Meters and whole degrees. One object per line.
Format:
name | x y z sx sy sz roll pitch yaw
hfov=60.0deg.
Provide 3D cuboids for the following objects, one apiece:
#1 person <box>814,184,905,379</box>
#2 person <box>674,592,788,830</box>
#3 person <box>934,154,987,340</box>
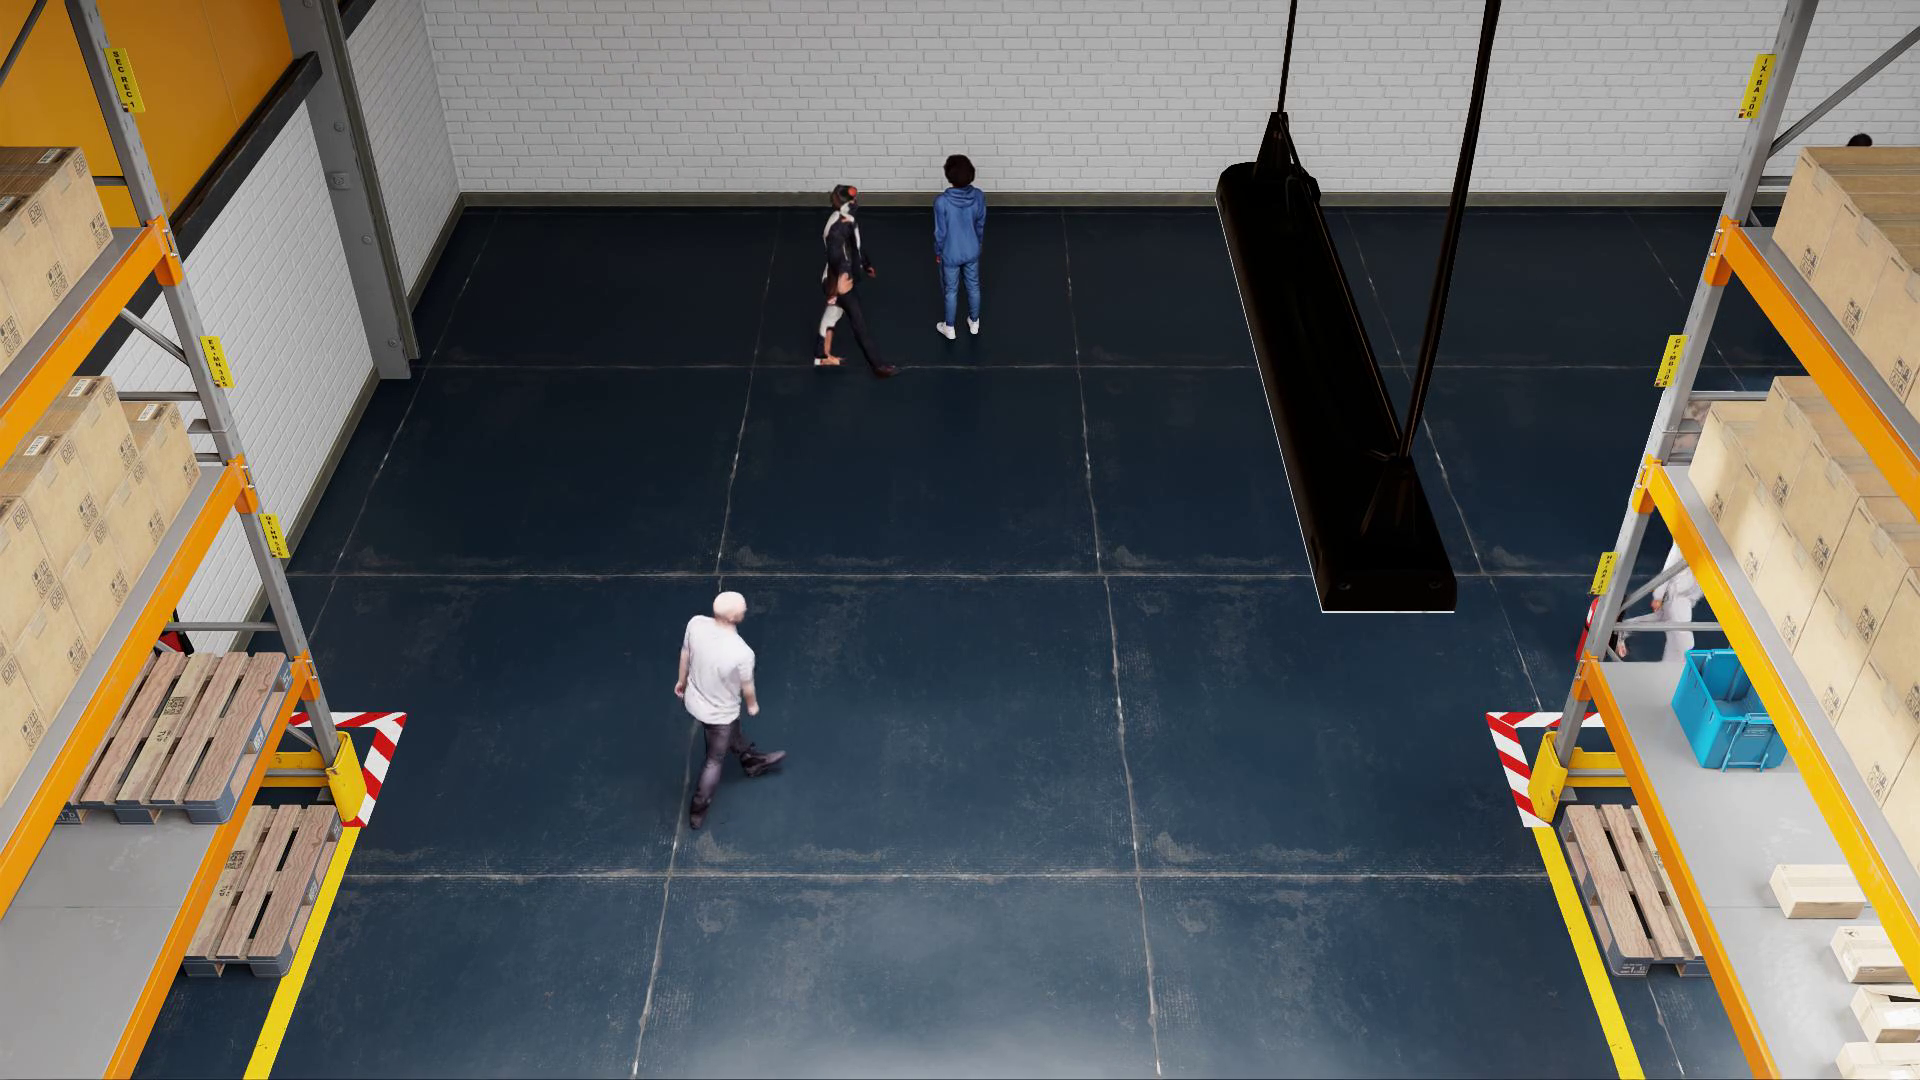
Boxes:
person | -1.122 -2.285 14.703 0.839 1.850 1.060 3 39 4
person | -1.616 1.082 10.544 1.126 1.778 1.179 25 45 28
person | -0.005 -2.692 15.242 0.752 1.814 0.720 -14 41 -16
